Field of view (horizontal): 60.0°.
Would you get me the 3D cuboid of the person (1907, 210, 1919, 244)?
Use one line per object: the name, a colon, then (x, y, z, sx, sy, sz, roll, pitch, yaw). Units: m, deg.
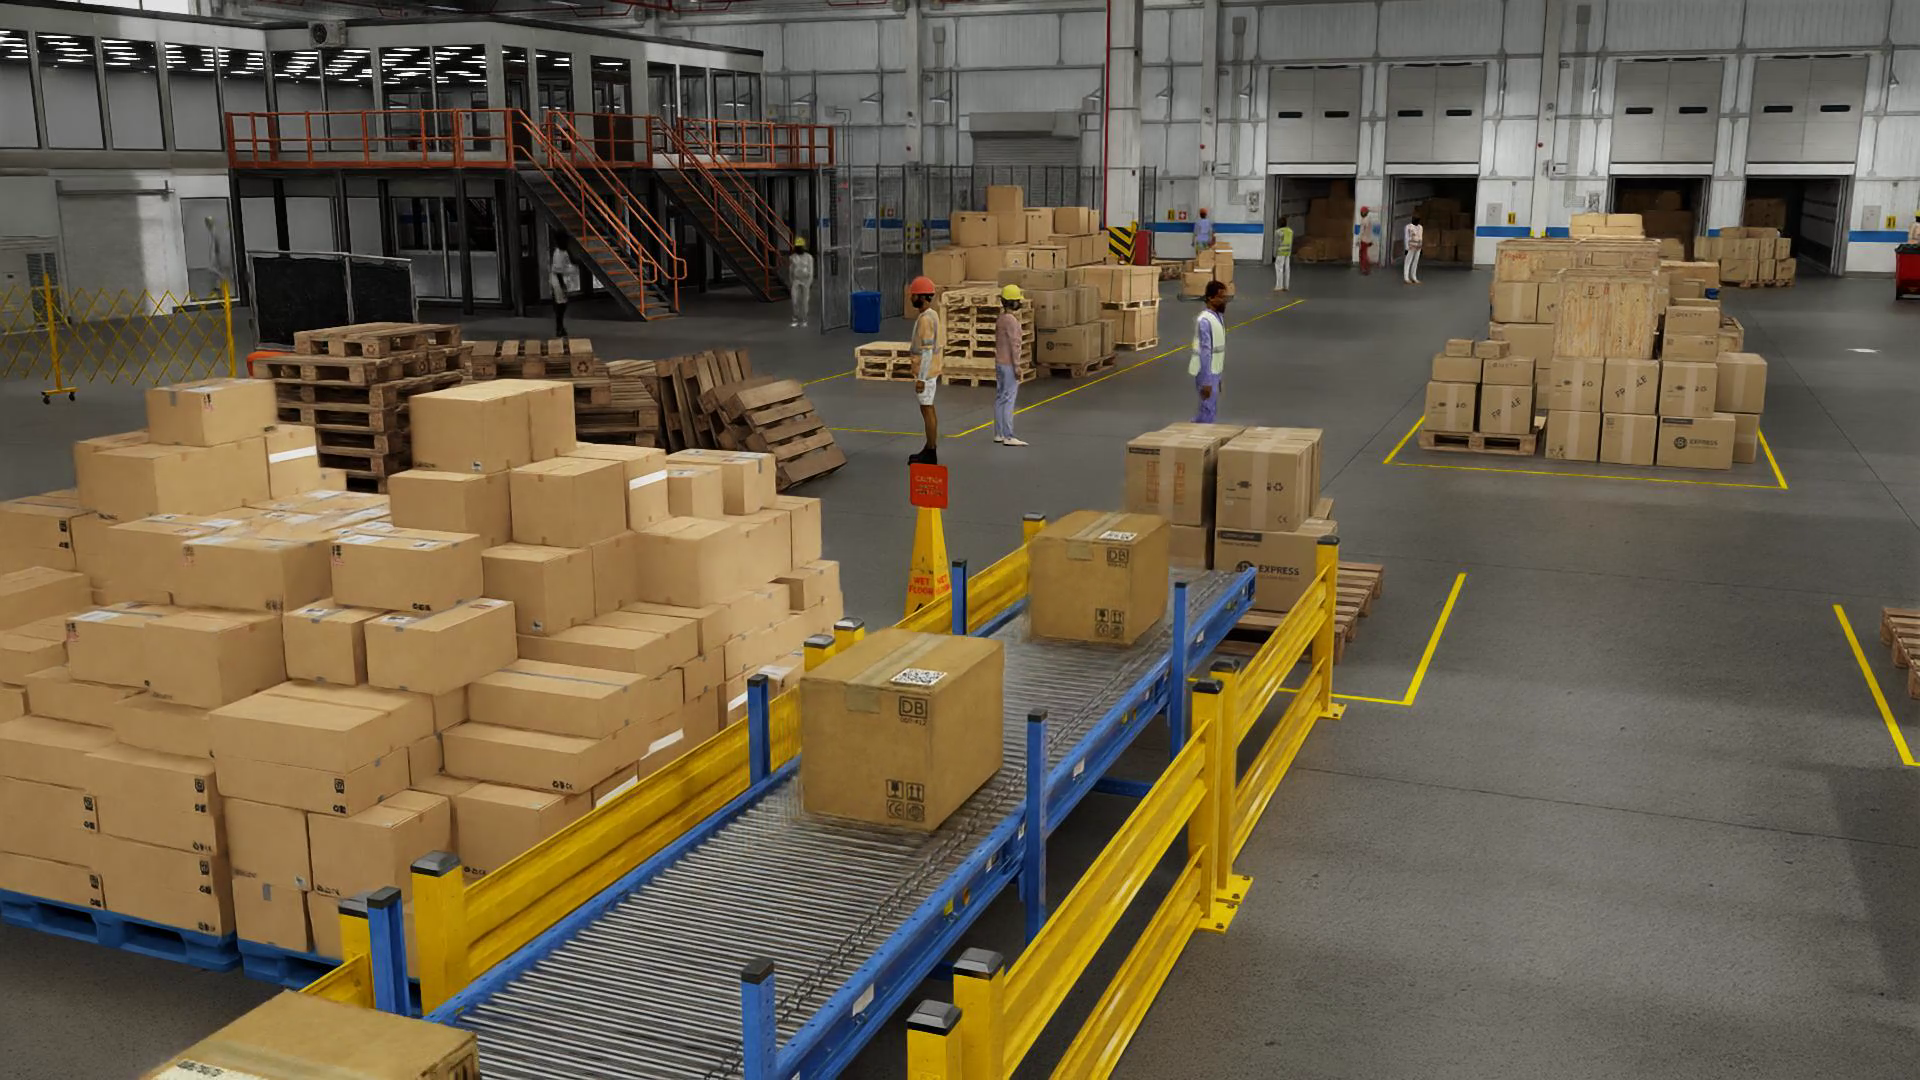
person: (25.855, -7.948, 44.994, 0.384, 1.925, 0.593, 1, 13, 7)

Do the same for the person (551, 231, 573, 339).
person: (-7.160, -4.599, 29.998, 0.373, 1.930, 0.764, -1, 13, -5)

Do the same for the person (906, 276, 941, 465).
person: (-0.373, -1.722, 17.044, 0.354, 1.939, 0.544, 1, 13, 2)

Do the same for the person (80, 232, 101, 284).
person: (-19.371, -6.149, 37.037, 0.644, 1.876, 0.936, 1, 13, 6)

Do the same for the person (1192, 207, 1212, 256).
person: (7.160, -8.817, 48.930, 0.544, 1.913, 0.850, -4, 13, -18)

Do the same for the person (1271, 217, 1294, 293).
person: (7.955, -7.042, 41.135, 0.624, 1.841, 0.430, -9, 15, -35)

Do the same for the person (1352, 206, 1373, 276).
person: (11.528, -8.596, 47.798, 0.817, 1.963, 0.656, 10, 16, 39)

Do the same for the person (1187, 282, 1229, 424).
person: (2.515, -1.638, 16.786, 0.462, 1.908, 0.648, 3, 13, 13)

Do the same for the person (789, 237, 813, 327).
person: (-3.071, -4.942, 31.990, 0.491, 1.720, 0.717, 1, 13, 4)

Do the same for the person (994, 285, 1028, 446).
person: (0.549, -1.922, 18.332, 0.311, 1.768, 0.522, -5, 13, -20)

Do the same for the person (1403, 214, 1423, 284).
person: (12.071, -7.736, 44.251, 0.621, 1.838, 0.429, -8, 15, -31)
